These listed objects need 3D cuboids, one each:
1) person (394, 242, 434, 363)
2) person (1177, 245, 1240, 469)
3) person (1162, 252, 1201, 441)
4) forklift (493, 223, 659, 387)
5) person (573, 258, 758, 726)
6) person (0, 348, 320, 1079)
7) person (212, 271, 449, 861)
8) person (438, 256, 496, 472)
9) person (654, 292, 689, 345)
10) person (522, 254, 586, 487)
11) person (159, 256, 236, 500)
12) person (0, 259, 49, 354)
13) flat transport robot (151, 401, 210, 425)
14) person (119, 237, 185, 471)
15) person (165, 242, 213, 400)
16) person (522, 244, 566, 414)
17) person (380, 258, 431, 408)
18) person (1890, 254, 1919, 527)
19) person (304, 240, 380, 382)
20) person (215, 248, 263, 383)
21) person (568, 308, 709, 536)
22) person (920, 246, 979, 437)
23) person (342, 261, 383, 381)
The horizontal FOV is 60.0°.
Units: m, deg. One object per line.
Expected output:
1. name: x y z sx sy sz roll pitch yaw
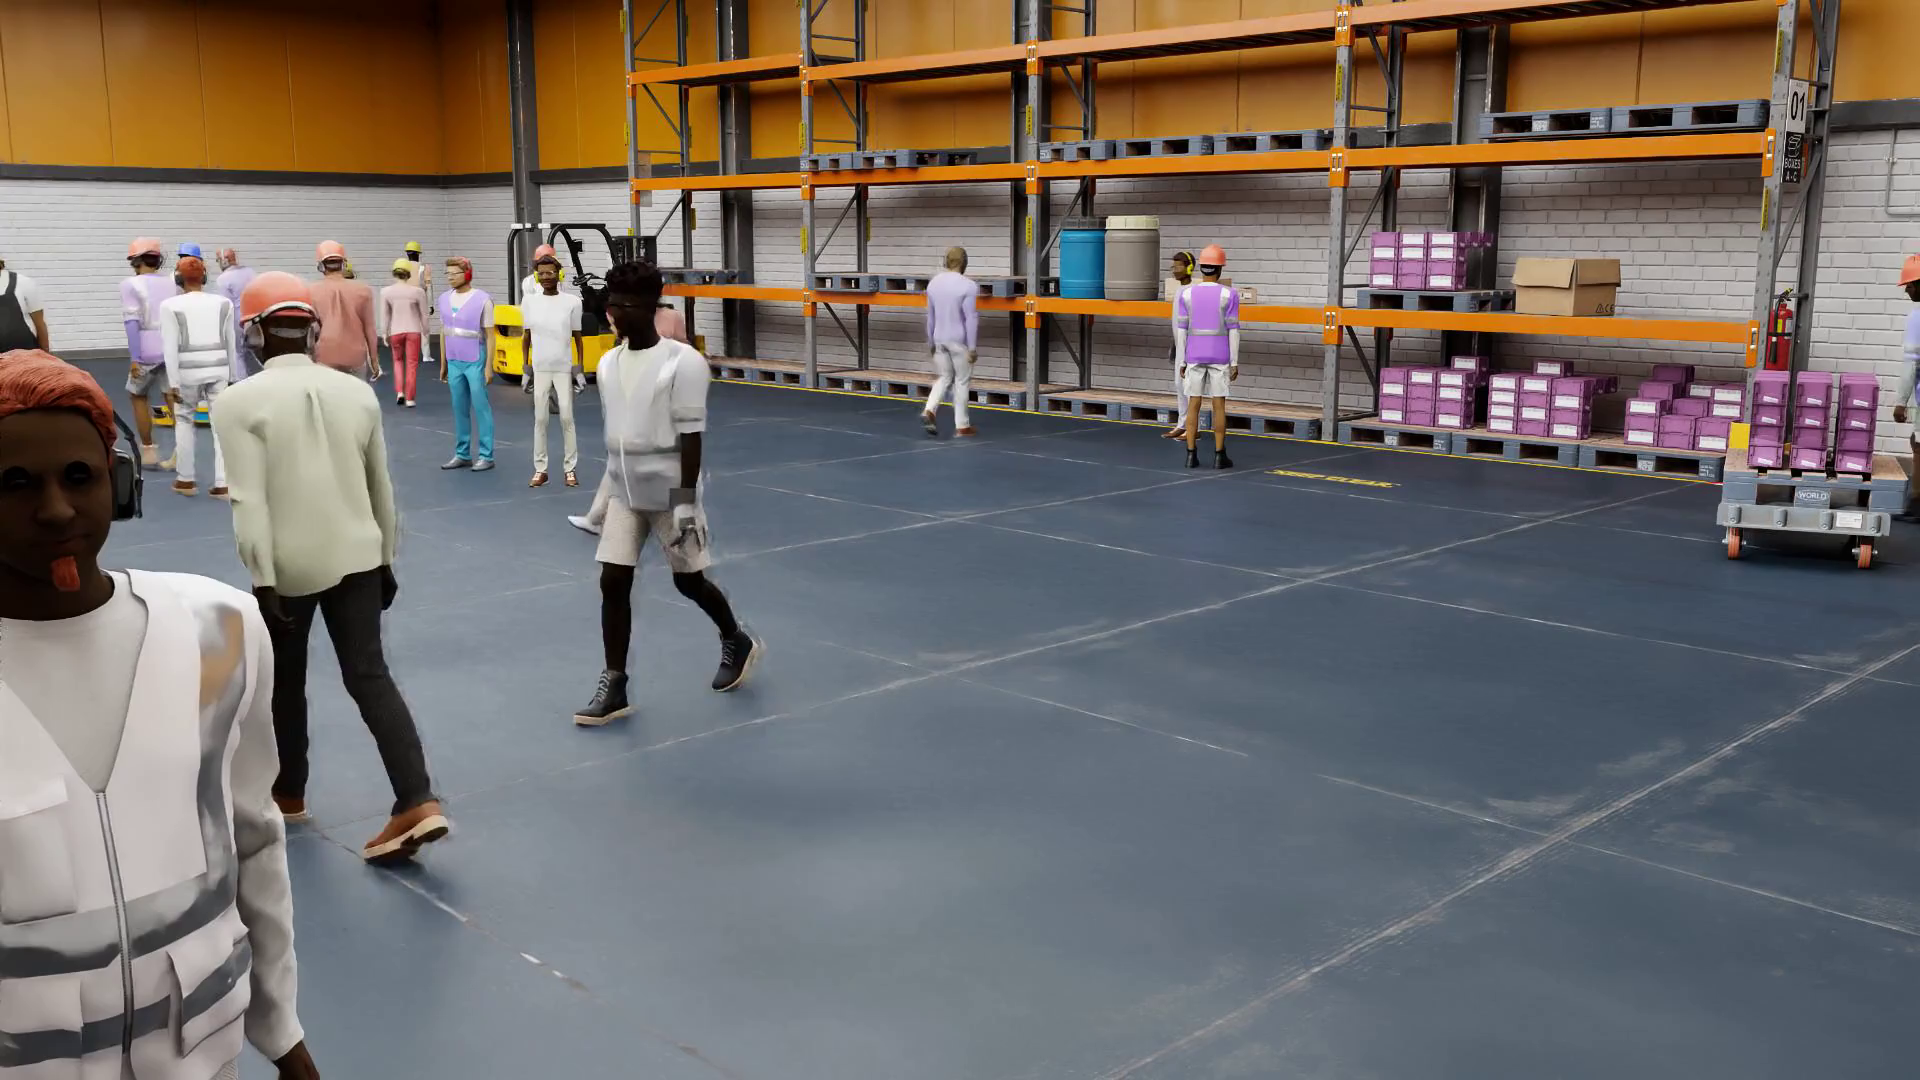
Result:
1. person: -8.681 -3.780 26.485 0.593 1.917 0.384 -1 10 -6
2. person: 2.160 -1.579 14.436 0.546 1.938 0.360 4 11 21
3. person: 2.226 -1.909 16.459 0.321 1.860 0.519 -3 11 -17
4. forklift: -5.316 -3.263 22.920 2.313 2.155 1.214 -10 14 -44
5. person: -1.266 -0.226 7.085 0.599 1.937 0.935 6 12 29
6. person: -1.130 0.699 2.164 0.349 1.881 0.584 10 14 42
7. person: -2.061 0.080 5.491 1.061 1.920 0.627 9 14 42
8. person: -4.235 -1.514 14.341 0.571 1.840 0.373 5 11 25
9. person: -2.540 -1.353 13.776 0.534 1.722 0.826 -7 12 -33
10. person: -3.279 -1.357 13.409 0.516 1.873 0.329 -1 10 -5
11. person: -5.902 -1.253 12.879 0.575 1.848 0.855 -9 14 -41
12. person: -8.330 -1.632 14.445 0.721 2.000 0.551 -3 11 -17
13. flat transport robot: -7.812 -1.361 17.794 1.431 0.197 0.652 1 10 5
14. person: -6.950 -1.589 14.313 0.780 2.004 0.642 6 12 28
15. person: -8.923 -2.483 19.367 0.604 1.937 0.403 2 11 10
16. person: -4.740 -2.405 18.976 0.546 1.924 0.577 -9 14 -40
17. person: -6.525 -2.436 19.606 0.538 1.746 0.451 -2 11 -9
18. person: 6.635 -1.009 11.456 0.622 1.888 0.754 -6 12 -31
19. person: -5.301 -1.559 14.209 0.636 1.977 0.434 -5 12 -26
20. person: -8.786 -2.660 20.519 0.653 1.873 0.671 4 11 19
21. person: -2.143 -0.783 11.107 0.969 1.570 0.535 4 11 21
22. person: -0.101 -1.959 16.563 0.648 1.920 0.671 9 14 40
23. person: -8.437 -3.047 23.086 0.895 1.702 0.496 6 12 28
